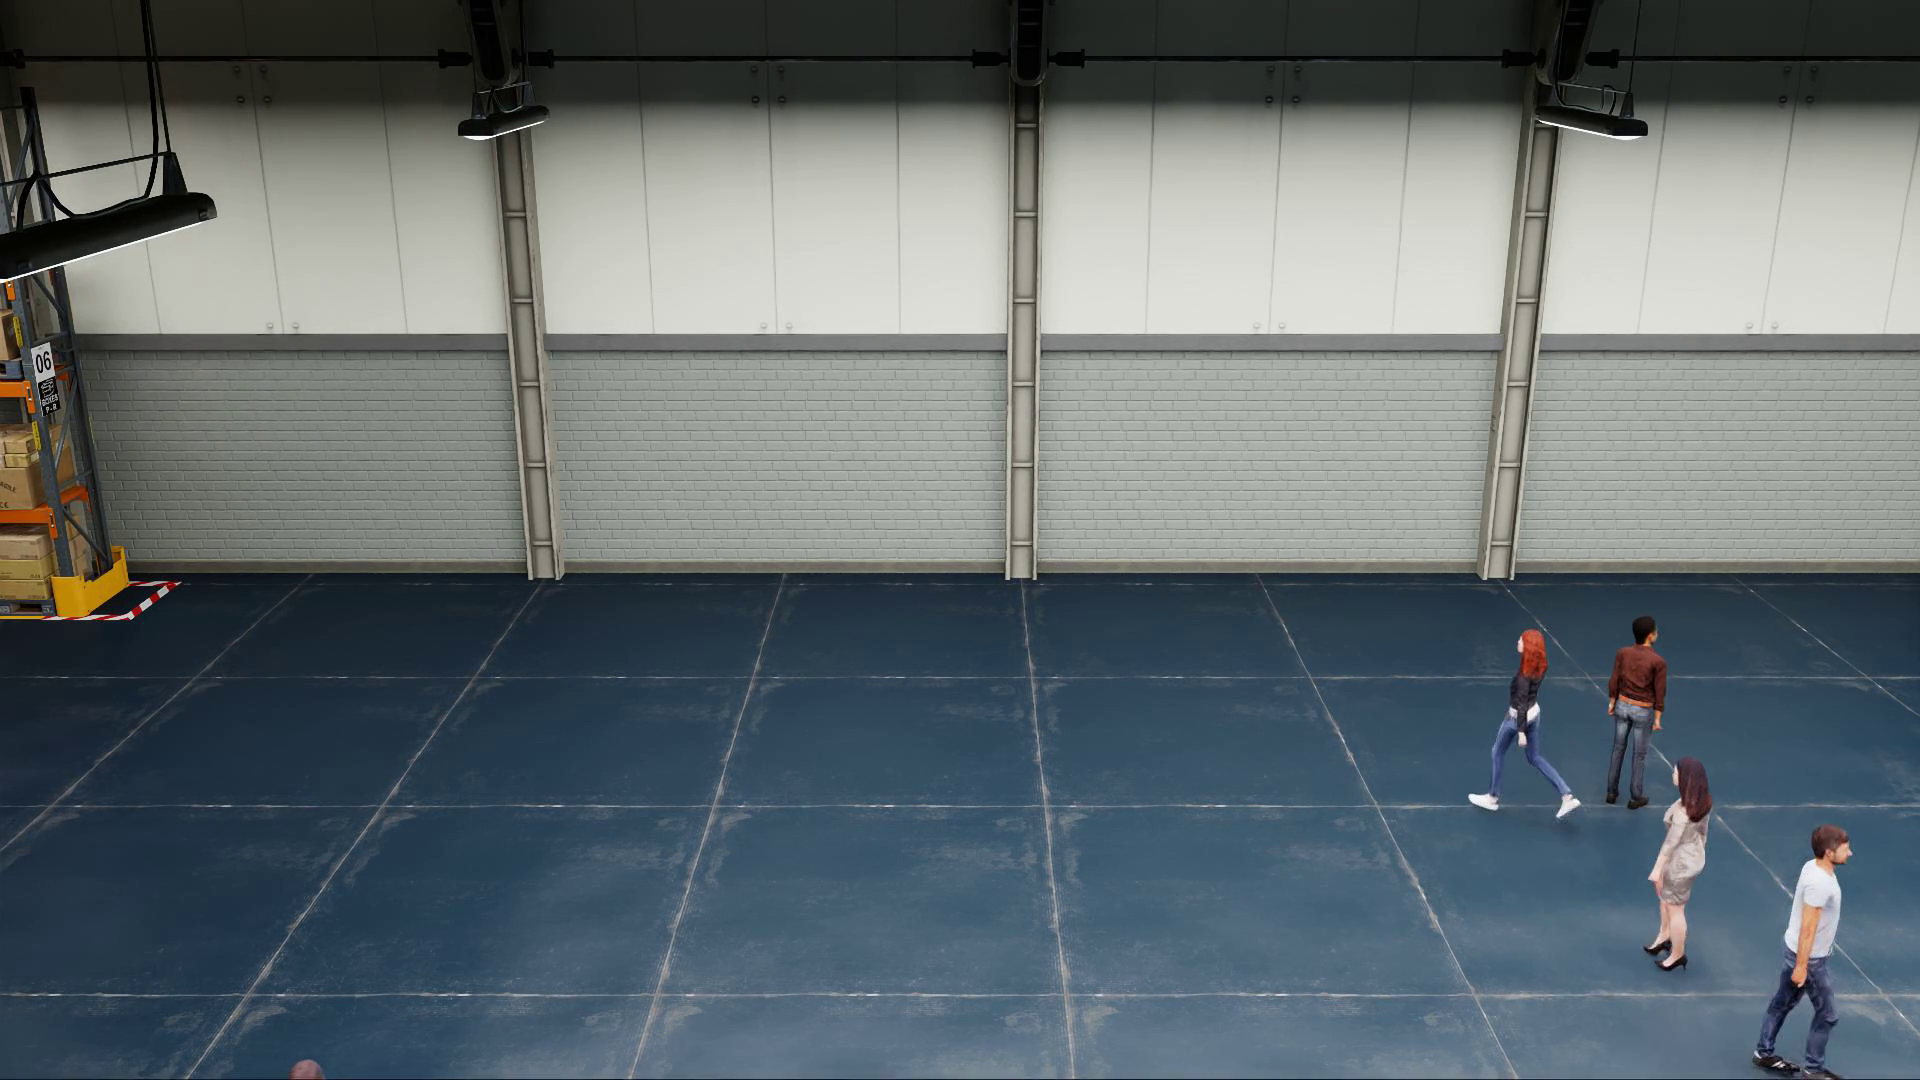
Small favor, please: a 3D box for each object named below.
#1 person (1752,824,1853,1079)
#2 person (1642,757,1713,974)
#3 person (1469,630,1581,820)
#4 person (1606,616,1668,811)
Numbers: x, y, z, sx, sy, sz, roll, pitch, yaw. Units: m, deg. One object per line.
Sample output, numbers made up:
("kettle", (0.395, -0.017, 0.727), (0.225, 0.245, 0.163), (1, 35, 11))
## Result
("person", (5.525, 2.730, 11.047), (0.950, 1.851, 0.849), (7, 19, 22))
("person", (5.360, 2.421, 12.191), (0.746, 1.730, 0.807), (-17, 24, -41))
("person", (5.018, 1.639, 14.545), (1.190, 1.759, 1.082), (15, 23, 39))
("person", (6.021, 1.533, 14.841), (0.693, 1.778, 0.756), (17, 25, 42))
